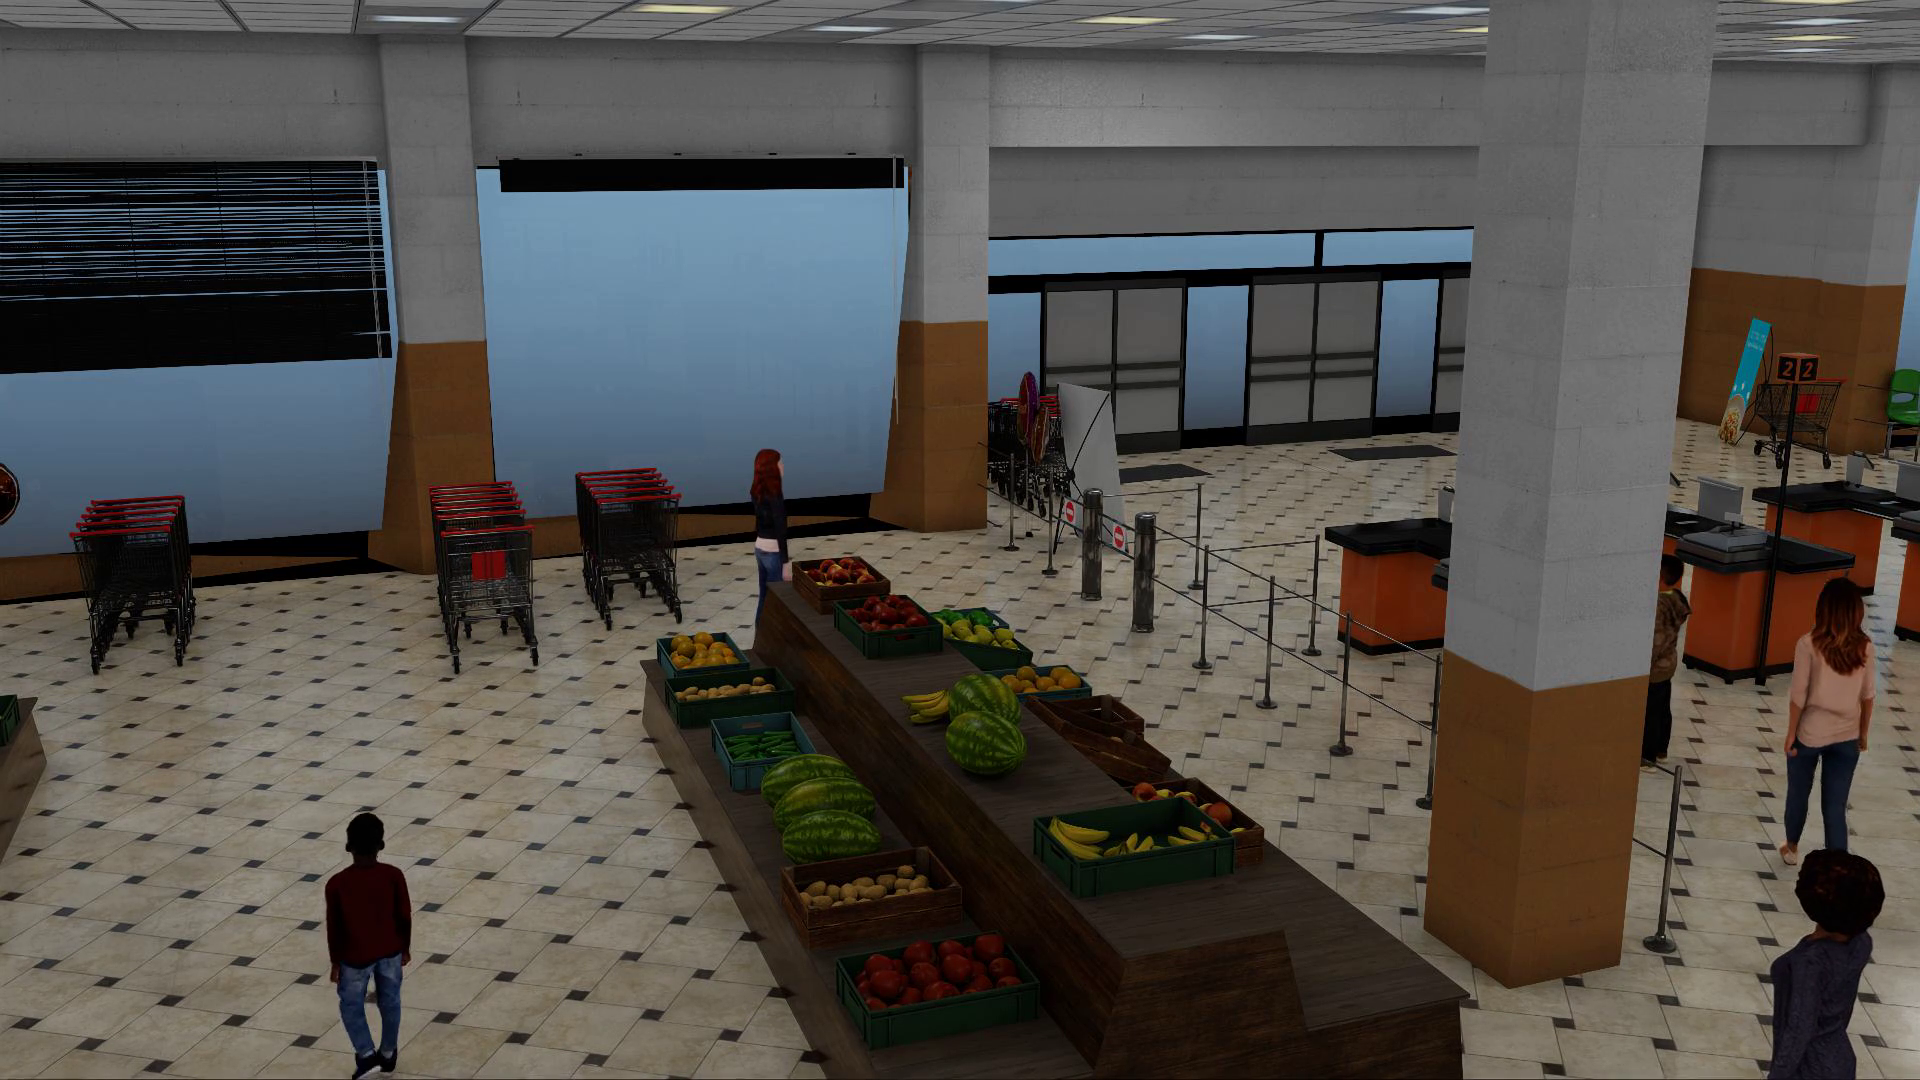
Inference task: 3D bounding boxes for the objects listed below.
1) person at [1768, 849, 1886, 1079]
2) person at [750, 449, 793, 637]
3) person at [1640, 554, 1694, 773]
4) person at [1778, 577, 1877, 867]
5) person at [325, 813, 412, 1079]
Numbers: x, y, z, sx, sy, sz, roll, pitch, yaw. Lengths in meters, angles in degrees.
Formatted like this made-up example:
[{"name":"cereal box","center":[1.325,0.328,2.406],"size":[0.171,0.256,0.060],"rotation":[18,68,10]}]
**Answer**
[{"name":"person","center":[3.033,1.904,5.917],"size":[0.636,1.710,0.607],"rotation":[-10,17,-35]},{"name":"person","center":[-1.461,0.167,12.913],"size":[0.656,1.787,0.481],"rotation":[-7,15,-26]},{"name":"person","center":[4.615,0.803,10.995],"size":[0.699,1.455,0.670],"rotation":[12,18,41]},{"name":"person","center":[4.741,1.122,9.055],"size":[1.027,1.750,1.223],"rotation":[3,14,14]},{"name":"person","center":[-2.571,1.812,7.276],"size":[0.567,1.248,0.636],"rotation":[-8,16,-30]}]
